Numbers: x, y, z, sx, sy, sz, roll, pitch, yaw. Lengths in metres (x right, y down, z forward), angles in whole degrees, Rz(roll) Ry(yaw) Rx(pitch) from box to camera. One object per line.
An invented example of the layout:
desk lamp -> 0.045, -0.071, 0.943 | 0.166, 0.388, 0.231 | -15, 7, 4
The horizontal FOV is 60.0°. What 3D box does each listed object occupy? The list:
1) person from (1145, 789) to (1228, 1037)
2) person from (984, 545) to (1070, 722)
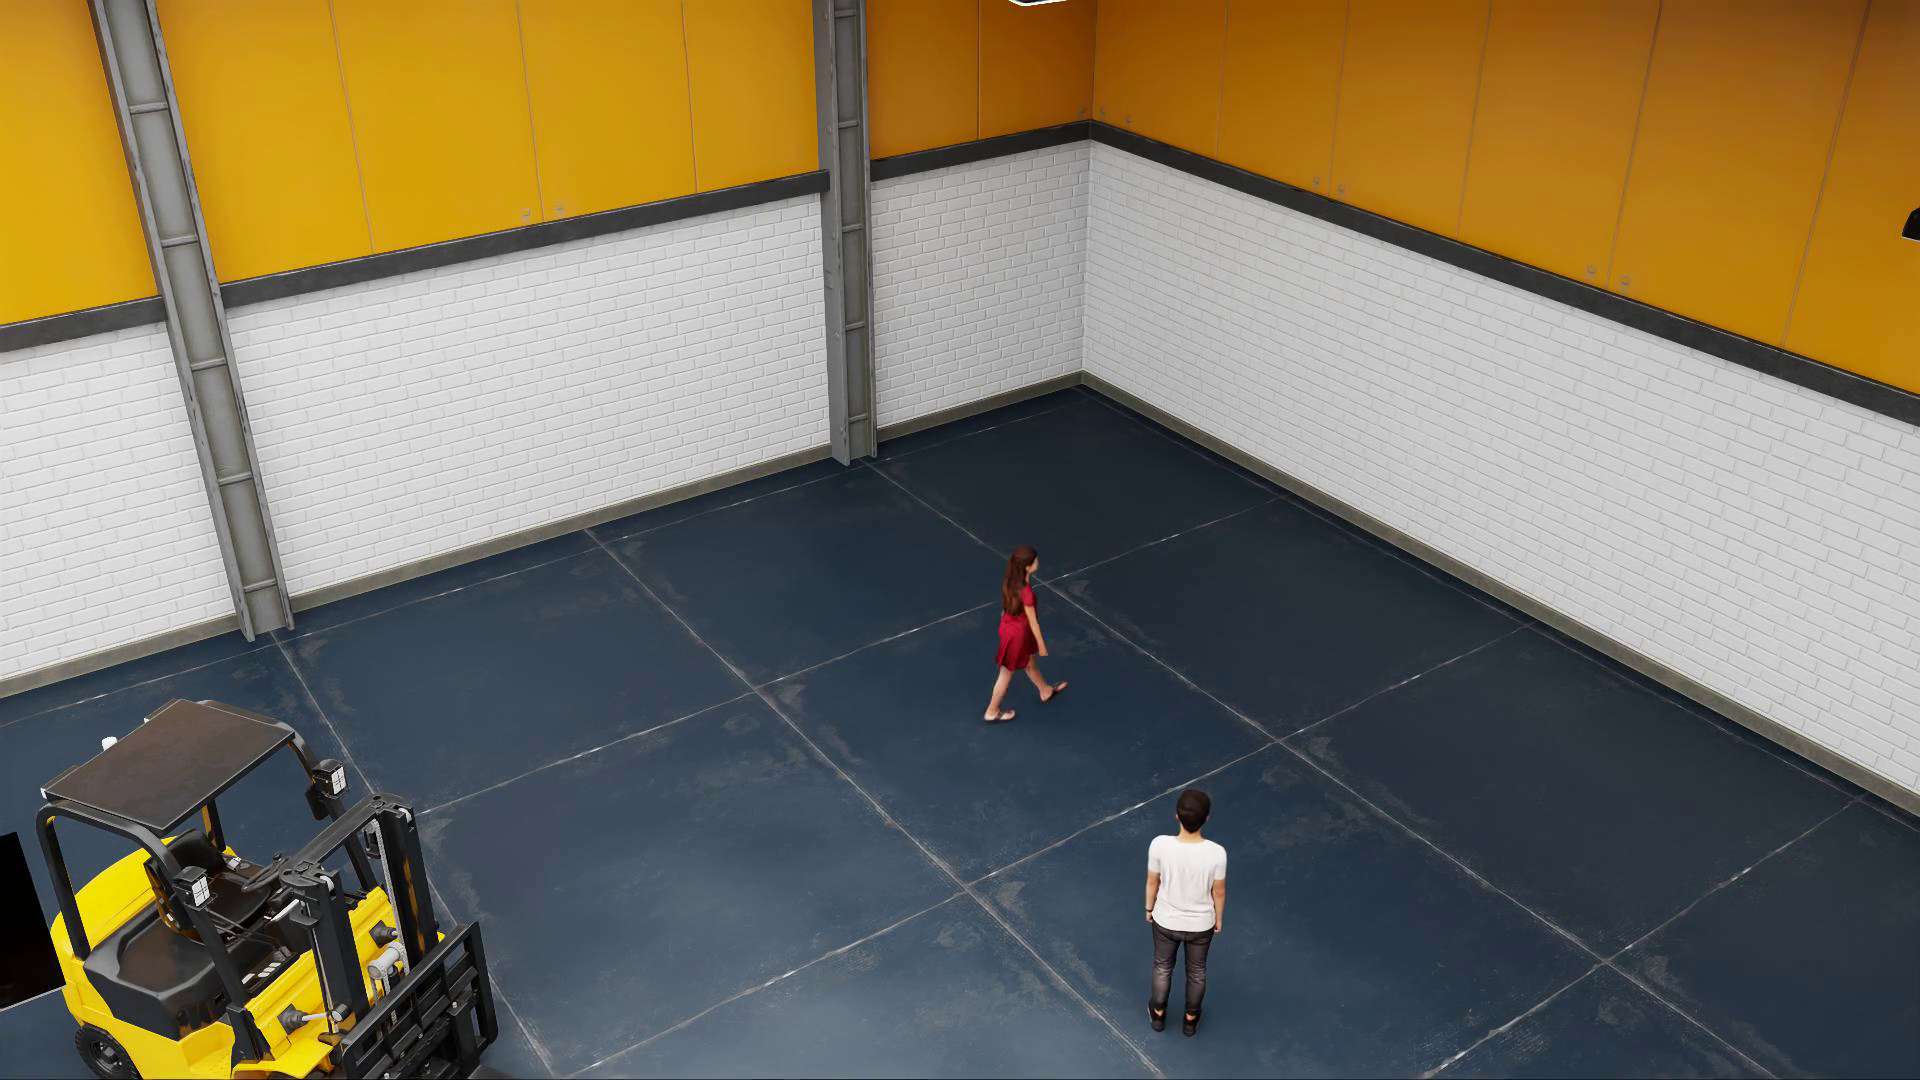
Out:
person -> 1.338, 2.239, 9.967 | 0.681, 1.717, 0.740 | 5, 29, 9
person -> 0.373, 0.758, 12.888 | 1.039, 1.520, 0.726 | -10, 30, -18
